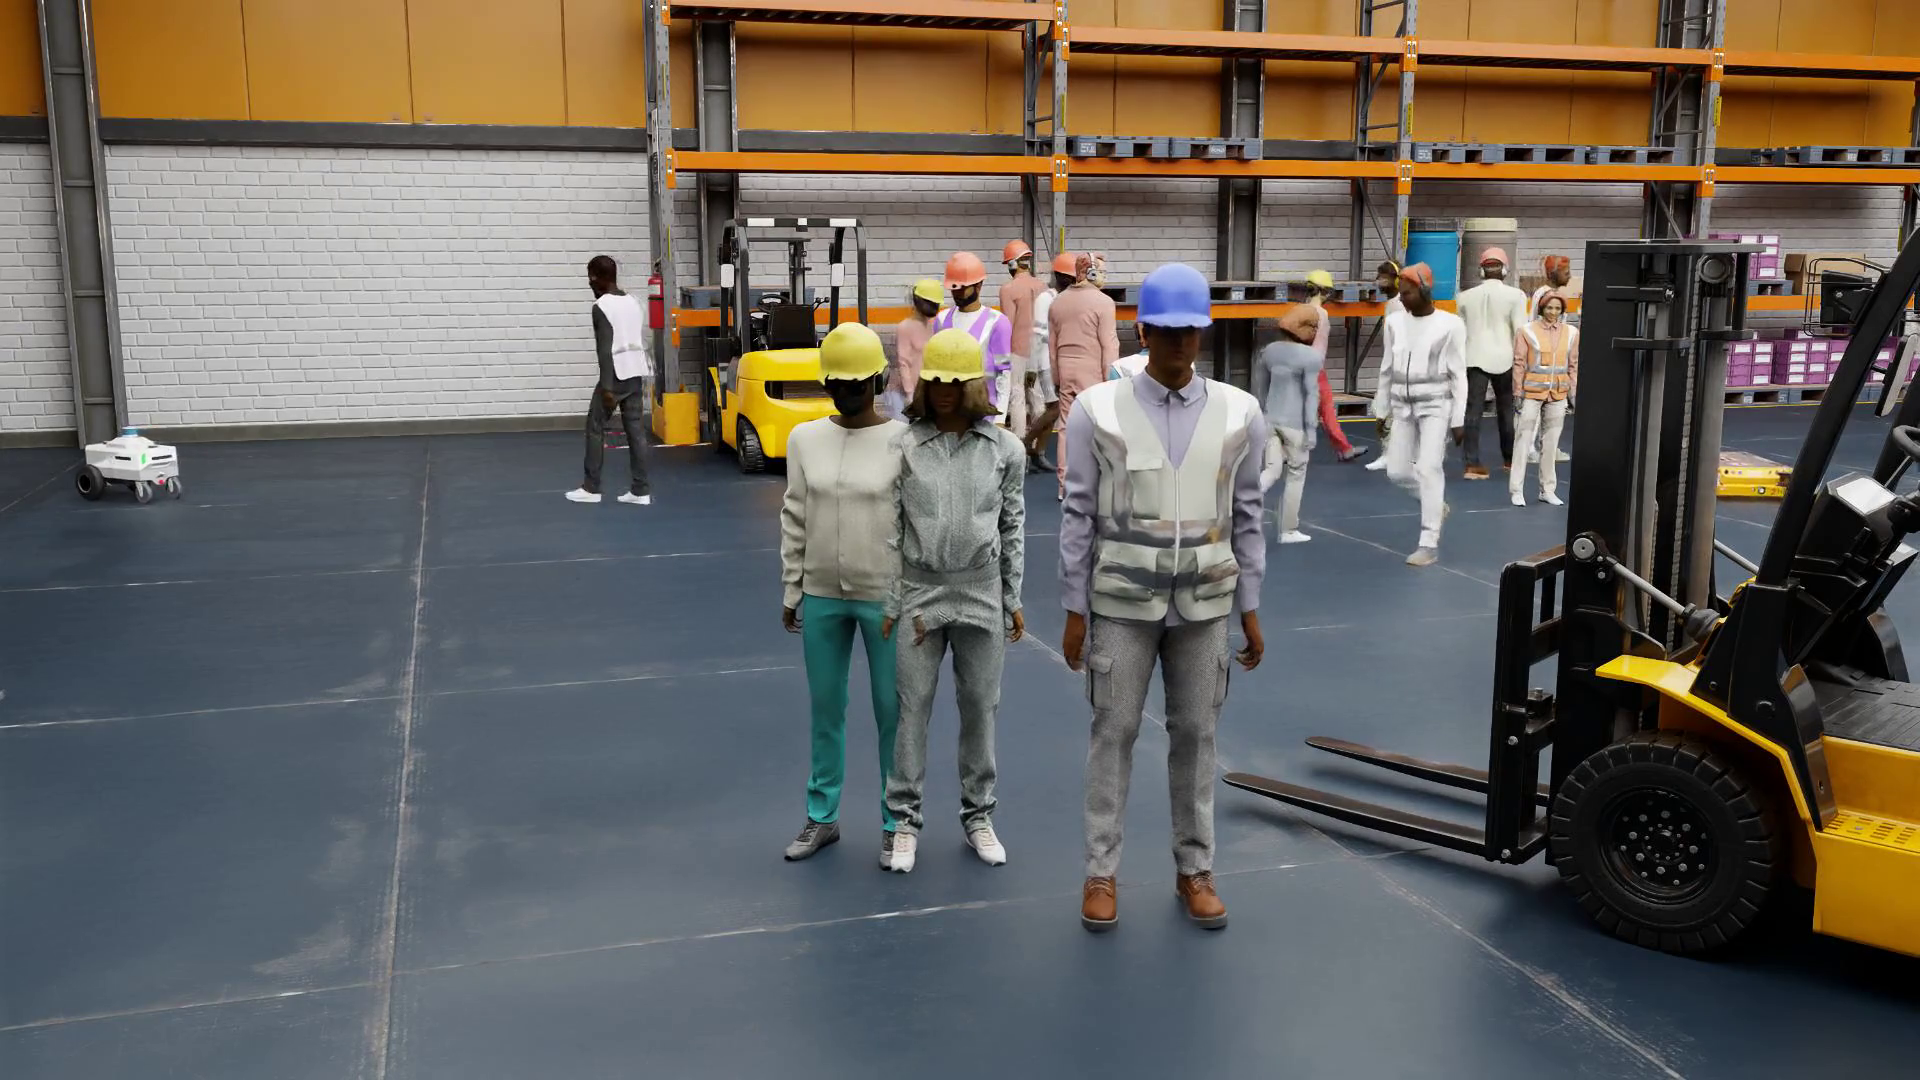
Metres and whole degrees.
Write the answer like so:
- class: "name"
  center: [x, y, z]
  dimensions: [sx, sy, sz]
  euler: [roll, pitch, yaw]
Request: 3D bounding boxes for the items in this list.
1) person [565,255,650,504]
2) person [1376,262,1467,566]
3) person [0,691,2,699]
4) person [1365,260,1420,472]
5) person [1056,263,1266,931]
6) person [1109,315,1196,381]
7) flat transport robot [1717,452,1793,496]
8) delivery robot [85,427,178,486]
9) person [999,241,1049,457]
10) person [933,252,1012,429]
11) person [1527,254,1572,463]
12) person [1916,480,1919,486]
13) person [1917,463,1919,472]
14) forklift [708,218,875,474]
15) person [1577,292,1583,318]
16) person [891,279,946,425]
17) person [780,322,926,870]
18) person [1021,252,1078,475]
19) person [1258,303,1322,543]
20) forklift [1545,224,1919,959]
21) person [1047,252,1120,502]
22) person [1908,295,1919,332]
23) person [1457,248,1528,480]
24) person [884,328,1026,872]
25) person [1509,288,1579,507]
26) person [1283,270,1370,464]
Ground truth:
- class: "person"
  center: [-2.685, -1.218, 12.692]
  dimensions: [0.824, 1.872, 0.592]
  euler: [5, 11, 25]
- class: "person"
  center: [2.927, -0.800, 10.427]
  dimensions: [0.579, 1.868, 0.618]
  euler: [-9, 14, -41]
- class: "person"
  center: [-4.413, -0.175, 7.137]
  dimensions: [0.592, 1.825, 0.403]
  euler: [9, 14, 41]
- class: "person"
  center: [3.747, -1.462, 14.176]
  dimensions: [0.549, 1.822, 0.552]
  euler: [0, 10, -2]
- class: "person"
  center: [0.590, 0.178, 4.855]
  dimensions: [0.626, 1.945, 0.405]
  euler: [-1, 10, -7]
- class: "person"
  center: [1.058, -0.463, 9.210]
  dimensions: [0.514, 1.641, 0.309]
  euler: [-3, 11, -14]
- class: "flat transport robot"
  center: [6.214, -0.550, 13.443]
  dimensions: [0.652, 0.197, 1.431]
  euler: [1, 10, 5]
- class: "delivery robot"
  center: [-6.395, -0.629, 12.840]
  dimensions: [0.707, 0.478, 0.477]
  euler: [5, 12, 26]
- class: "person"
  center: [0.546, -1.695, 15.016]
  dimensions: [0.393, 1.986, 0.611]
  euler: [10, 14, 44]
- class: "person"
  center: [0.040, -0.779, 10.153]
  dimensions: [0.543, 1.928, 0.373]
  euler: [6, 12, 28]
- class: "person"
  center: [5.299, -1.597, 14.813]
  dimensions: [0.641, 1.861, 0.602]
  euler: [2, 11, 13]
- class: "person"
  center: [7.569, -1.107, 12.103]
  dimensions: [0.659, 1.868, 1.041]
  euler: [-4, 11, -19]
- class: "person"
  center: [5.581, -0.458, 9.232]
  dimensions: [0.712, 1.608, 0.543]
  euler: [-3, 11, -15]
- class: "forklift"
  center: [-1.522, -1.778, 14.899]
  dimensions: [1.214, 2.155, 2.313]
  euler: [-3, 11, -17]
- class: "person"
  center: [5.309, -1.286, 13.821]
  dimensions: [0.447, 1.601, 0.513]
  euler: [-1, 10, -3]
- class: "person"
  center: [-0.283, -1.116, 12.601]
  dimensions: [0.890, 1.697, 0.533]
  euler: [9, 14, 42]
- class: "person"
  center: [-0.336, 0.186, 5.332]
  dimensions: [0.522, 1.761, 0.322]
  euler: [3, 11, 17]
- class: "person"
  center: [0.797, -1.489, 14.131]
  dimensions: [0.533, 1.901, 0.585]
  euler: [4, 11, 22]
- class: "person"
  center: [2.075, -0.735, 10.832]
  dimensions: [0.641, 1.603, 0.508]
  euler: [-8, 13, -37]
- class: "forklift"
  center: [2.909, 0.117, 4.508]
  dimensions: [2.313, 2.155, 1.214]
  euler: [9, 14, 40]
- class: "person"
  center: [0.965, -1.216, 12.620]
  dimensions: [0.400, 1.905, 0.643]
  euler: [-9, 14, -42]
- class: "person"
  center: [10.546, -2.175, 17.964]
  dimensions: [1.015, 1.861, 0.587]
  euler: [-5, 12, -27]
- class: "person"
  center: [4.516, -1.489, 14.054]
  dimensions: [0.675, 1.919, 1.014]
  euler: [7, 13, 34]
- class: "person"
  center: [-0.023, 0.199, 5.307]
  dimensions: [0.488, 1.740, 0.318]
  euler: [-2, 10, -9]
- class: "person"
  center: [4.399, -1.069, 12.538]
  dimensions: [0.514, 1.639, 0.314]
  euler: [-1, 10, -6]
- class: "person"
  center: [3.202, -1.525, 14.794]
  dimensions: [0.920, 1.711, 0.537]
  euler: [-2, 11, -13]
